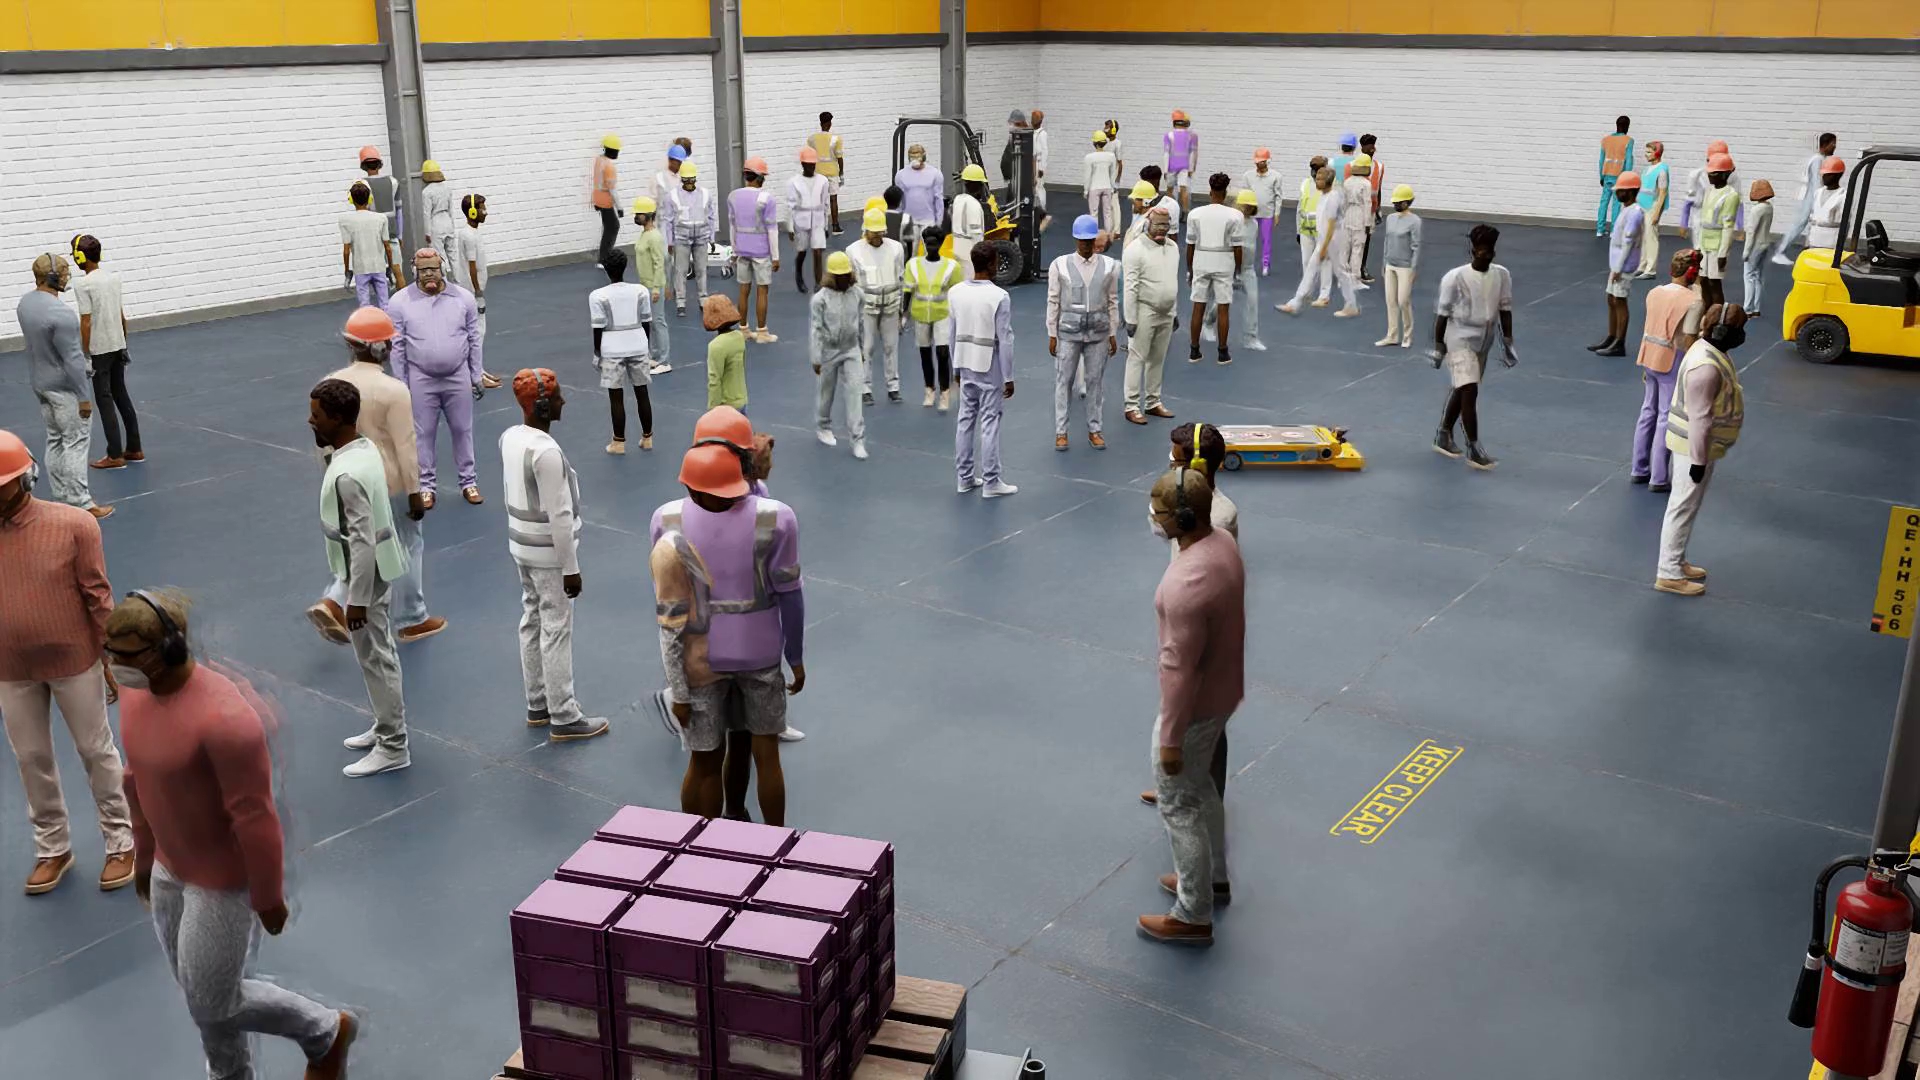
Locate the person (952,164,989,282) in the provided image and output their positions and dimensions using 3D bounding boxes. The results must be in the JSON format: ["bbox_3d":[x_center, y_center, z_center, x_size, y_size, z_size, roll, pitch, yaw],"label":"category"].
[{"bbox_3d":[0.122,-3.150,18.305,0.402,1.918,0.633,-7,19,-22],"label":"person"}]

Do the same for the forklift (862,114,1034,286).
[{"bbox_3d":[-0.171,-4.594,22.377,2.313,2.155,1.214,1,18,3],"label":"forklift"}]

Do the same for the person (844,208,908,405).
[{"bbox_3d":[-0.770,-2.150,15.344,0.606,1.818,0.403,-6,19,-19],"label":"person"}]

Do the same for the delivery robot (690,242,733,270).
[{"bbox_3d":[-3.454,-3.899,22.701,0.707,0.478,0.477,1,18,3],"label":"delivery robot"}]

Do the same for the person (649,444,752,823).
[{"bbox_3d":[-0.990,0.516,6.839,0.390,1.923,0.552,11,21,31],"label":"person"}]

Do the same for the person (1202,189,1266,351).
[{"bbox_3d":[2.990,-2.947,18.013,0.484,1.704,0.858,-9,20,-27],"label":"person"}]

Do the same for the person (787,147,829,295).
[{"bbox_3d":[-1.928,-4.019,21.064,0.550,1.908,0.927,-5,18,-16],"label":"person"}]

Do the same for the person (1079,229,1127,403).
[{"bbox_3d":[1.287,-2.062,15.392,0.508,1.620,0.480,9,20,26],"label":"person"}]

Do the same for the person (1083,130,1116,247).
[{"bbox_3d":[2.132,-5.368,25.485,0.522,1.772,0.303,-7,19,-21],"label":"person"}]

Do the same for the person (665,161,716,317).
[{"bbox_3d":[-3.197,-3.581,19.793,0.600,1.830,0.403,-7,19,-20],"label":"person"}]

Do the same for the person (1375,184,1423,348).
[{"bbox_3d":[4.766,-2.952,17.961,0.409,1.753,0.531,-9,20,-27],"label":"person"}]

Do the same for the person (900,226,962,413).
[{"bbox_3d":[-0.274,-1.981,15.038,0.545,1.671,0.688,4,18,11],"label":"person"}]

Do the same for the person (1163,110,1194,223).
[{"bbox_3d":[3.751,-6.426,28.608,0.557,1.894,0.973,-3,18,-10],"label":"person"}]

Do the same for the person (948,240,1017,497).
[{"bbox_3d":[0.157,-1.269,12.427,0.591,1.917,0.392,15,23,38],"label":"person"}]

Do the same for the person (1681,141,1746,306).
[{"bbox_3d":[9.205,-3.856,20.361,0.668,2.003,0.822,0,18,-1],"label":"person"}]

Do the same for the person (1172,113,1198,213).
[{"bbox_3d":[3.985,-6.733,29.782,0.532,1.757,0.336,-2,18,-8],"label":"person"}]

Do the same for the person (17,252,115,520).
[{"bbox_3d":[-6.355,-1.066,11.782,0.635,1.928,0.381,13,22,34],"label":"person"}]

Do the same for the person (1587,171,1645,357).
[{"bbox_3d":[6.941,-2.899,17.500,0.386,1.935,0.546,3,18,10],"label":"person"}]

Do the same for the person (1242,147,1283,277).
[{"bbox_3d":[4.105,-4.489,22.766,0.569,1.747,0.340,8,19,24],"label":"person"}]

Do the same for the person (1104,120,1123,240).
[{"bbox_3d":[2.402,-5.708,26.385,0.336,1.873,0.521,-5,18,-16],"label":"person"}]

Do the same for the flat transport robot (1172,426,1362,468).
[{"bbox_3d":[2.480,-0.765,13.509,1.431,0.197,0.652,0,18,-1],"label":"flat transport robot"}]

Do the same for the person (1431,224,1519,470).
[{"bbox_3d":[4.151,-1.536,13.249,0.600,1.912,0.916,-8,19,-23],"label":"person"}]

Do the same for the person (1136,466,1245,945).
[{"bbox_3d":[0.902,0.639,6.469,0.389,1.915,0.661,7,19,21],"label":"person"}]

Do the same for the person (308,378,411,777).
[{"bbox_3d":[-2.838,0.173,7.913,0.383,1.918,0.597,-5,18,-16],"label":"person"}]

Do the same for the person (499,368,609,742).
[{"bbox_3d":[-2.049,0.076,8.275,0.354,1.883,0.573,-13,22,-36],"label":"person"}]

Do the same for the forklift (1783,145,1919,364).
[{"bbox_3d":[9.803,-2.879,17.013,2.313,2.155,1.214,12,21,33],"label":"forklift"}]

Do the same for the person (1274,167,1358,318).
[{"bbox_3d":[4.287,-3.482,19.558,1.023,1.779,0.517,-3,18,-9],"label":"person"}]

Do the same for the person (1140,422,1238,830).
[{"bbox_3d":[1.039,0.392,7.322,0.335,1.864,0.521,-3,18,-9],"label":"person"}]

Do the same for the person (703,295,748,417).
[{"bbox_3d":[-1.666,-0.938,11.865,0.296,1.623,0.506,5,18,15],"label":"person"}]

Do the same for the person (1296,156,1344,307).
[{"bbox_3d":[4.386,-3.796,20.477,0.431,1.836,0.619,-16,24,-40],"label":"person"}]

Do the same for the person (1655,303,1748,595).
[{"bbox_3d":[4.639,-0.574,10.400,0.431,1.835,0.621,8,20,24],"label":"person"}]

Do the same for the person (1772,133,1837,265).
[{"bbox_3d":[12.178,-4.825,23.636,0.968,1.874,0.600,15,23,40],"label":"person"}]

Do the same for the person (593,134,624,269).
[{"bbox_3d":[-4.899,-4.744,23.344,0.534,1.881,0.688,-10,20,-28],"label":"person"}]

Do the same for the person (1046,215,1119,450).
[{"bbox_3d":[1.015,-1.709,13.752,0.605,1.948,0.391,-2,18,-7],"label":"person"}]
